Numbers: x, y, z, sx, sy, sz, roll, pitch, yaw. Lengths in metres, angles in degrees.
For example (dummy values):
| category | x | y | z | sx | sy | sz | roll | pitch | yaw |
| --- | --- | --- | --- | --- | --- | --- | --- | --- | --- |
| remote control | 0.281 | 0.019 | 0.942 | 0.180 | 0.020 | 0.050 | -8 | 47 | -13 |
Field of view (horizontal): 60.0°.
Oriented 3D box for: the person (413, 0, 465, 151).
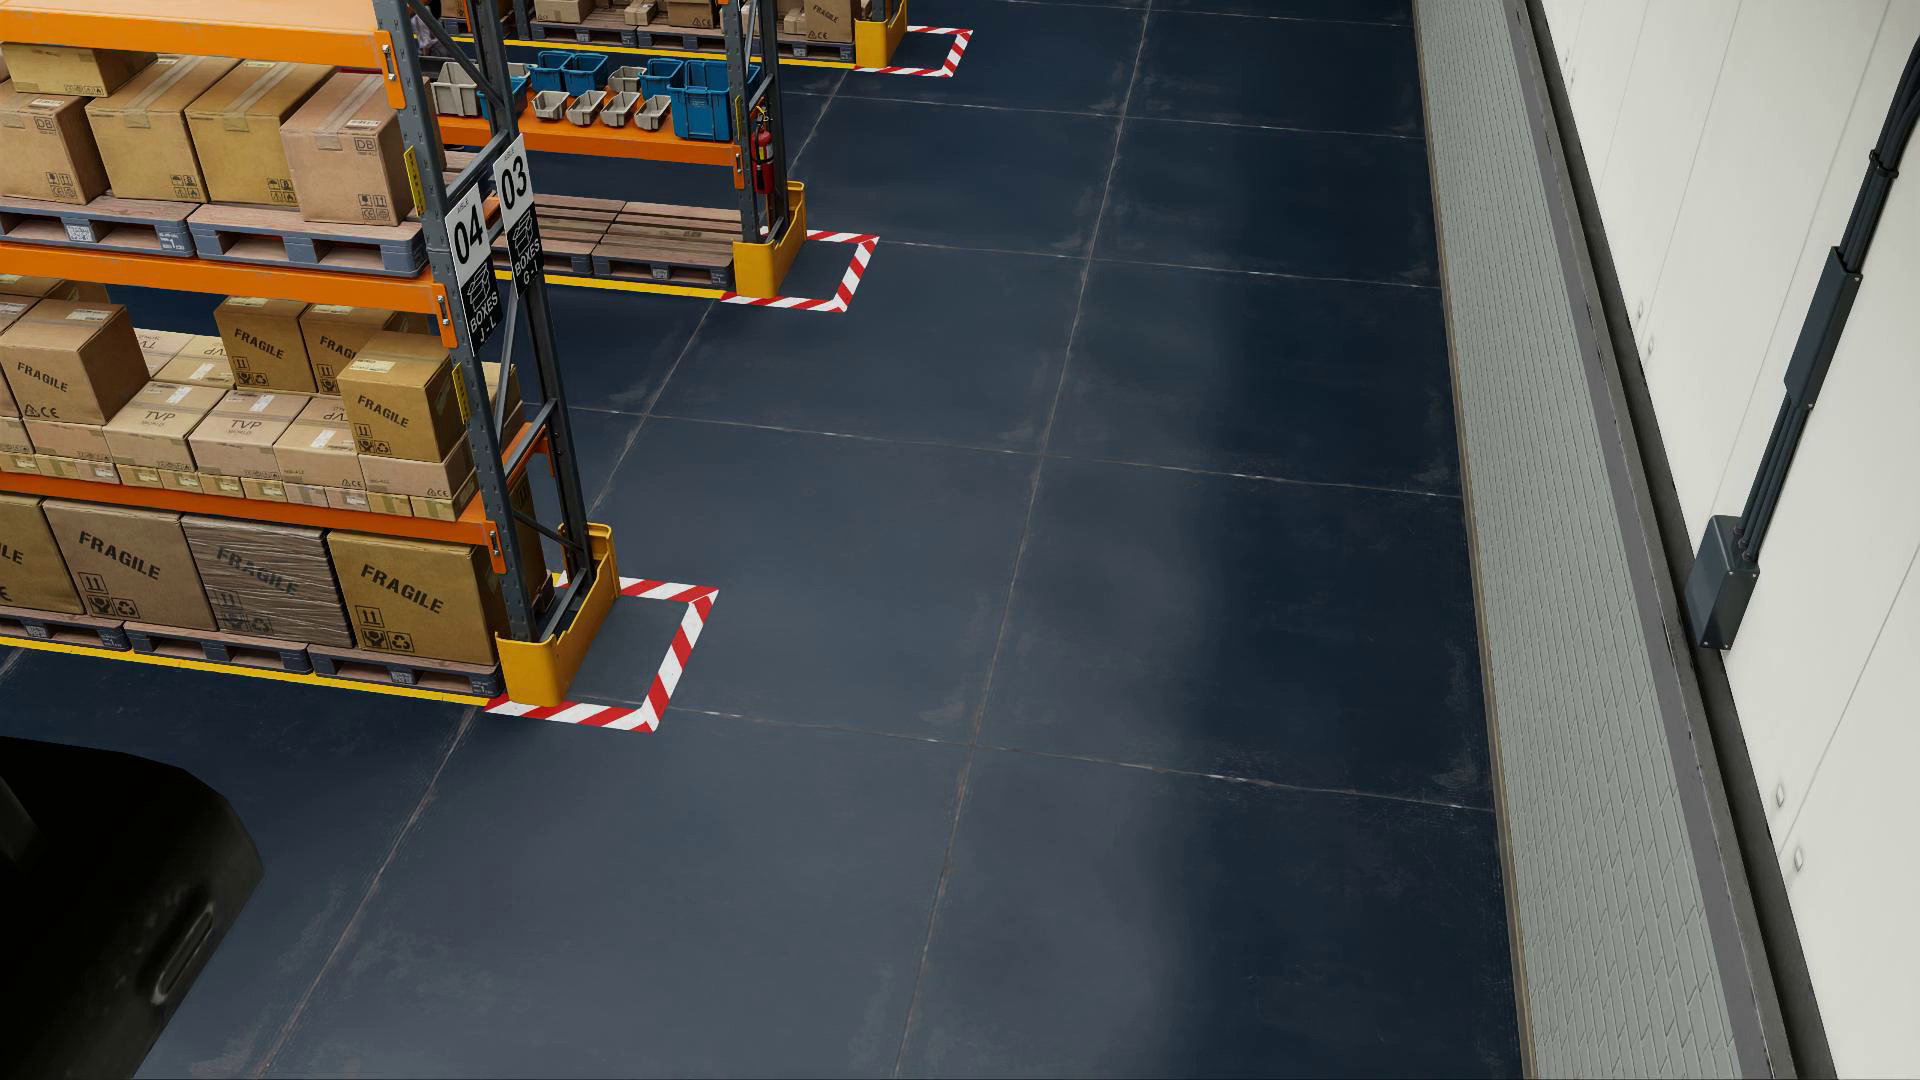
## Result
| category | x | y | z | sx | sy | sz | roll | pitch | yaw |
| --- | --- | --- | --- | --- | --- | --- | --- | --- | --- |
| person | -4.905 | -4.528 | 15.655 | 0.526 | 1.734 | 0.601 | 4 | 38 | 5 |
